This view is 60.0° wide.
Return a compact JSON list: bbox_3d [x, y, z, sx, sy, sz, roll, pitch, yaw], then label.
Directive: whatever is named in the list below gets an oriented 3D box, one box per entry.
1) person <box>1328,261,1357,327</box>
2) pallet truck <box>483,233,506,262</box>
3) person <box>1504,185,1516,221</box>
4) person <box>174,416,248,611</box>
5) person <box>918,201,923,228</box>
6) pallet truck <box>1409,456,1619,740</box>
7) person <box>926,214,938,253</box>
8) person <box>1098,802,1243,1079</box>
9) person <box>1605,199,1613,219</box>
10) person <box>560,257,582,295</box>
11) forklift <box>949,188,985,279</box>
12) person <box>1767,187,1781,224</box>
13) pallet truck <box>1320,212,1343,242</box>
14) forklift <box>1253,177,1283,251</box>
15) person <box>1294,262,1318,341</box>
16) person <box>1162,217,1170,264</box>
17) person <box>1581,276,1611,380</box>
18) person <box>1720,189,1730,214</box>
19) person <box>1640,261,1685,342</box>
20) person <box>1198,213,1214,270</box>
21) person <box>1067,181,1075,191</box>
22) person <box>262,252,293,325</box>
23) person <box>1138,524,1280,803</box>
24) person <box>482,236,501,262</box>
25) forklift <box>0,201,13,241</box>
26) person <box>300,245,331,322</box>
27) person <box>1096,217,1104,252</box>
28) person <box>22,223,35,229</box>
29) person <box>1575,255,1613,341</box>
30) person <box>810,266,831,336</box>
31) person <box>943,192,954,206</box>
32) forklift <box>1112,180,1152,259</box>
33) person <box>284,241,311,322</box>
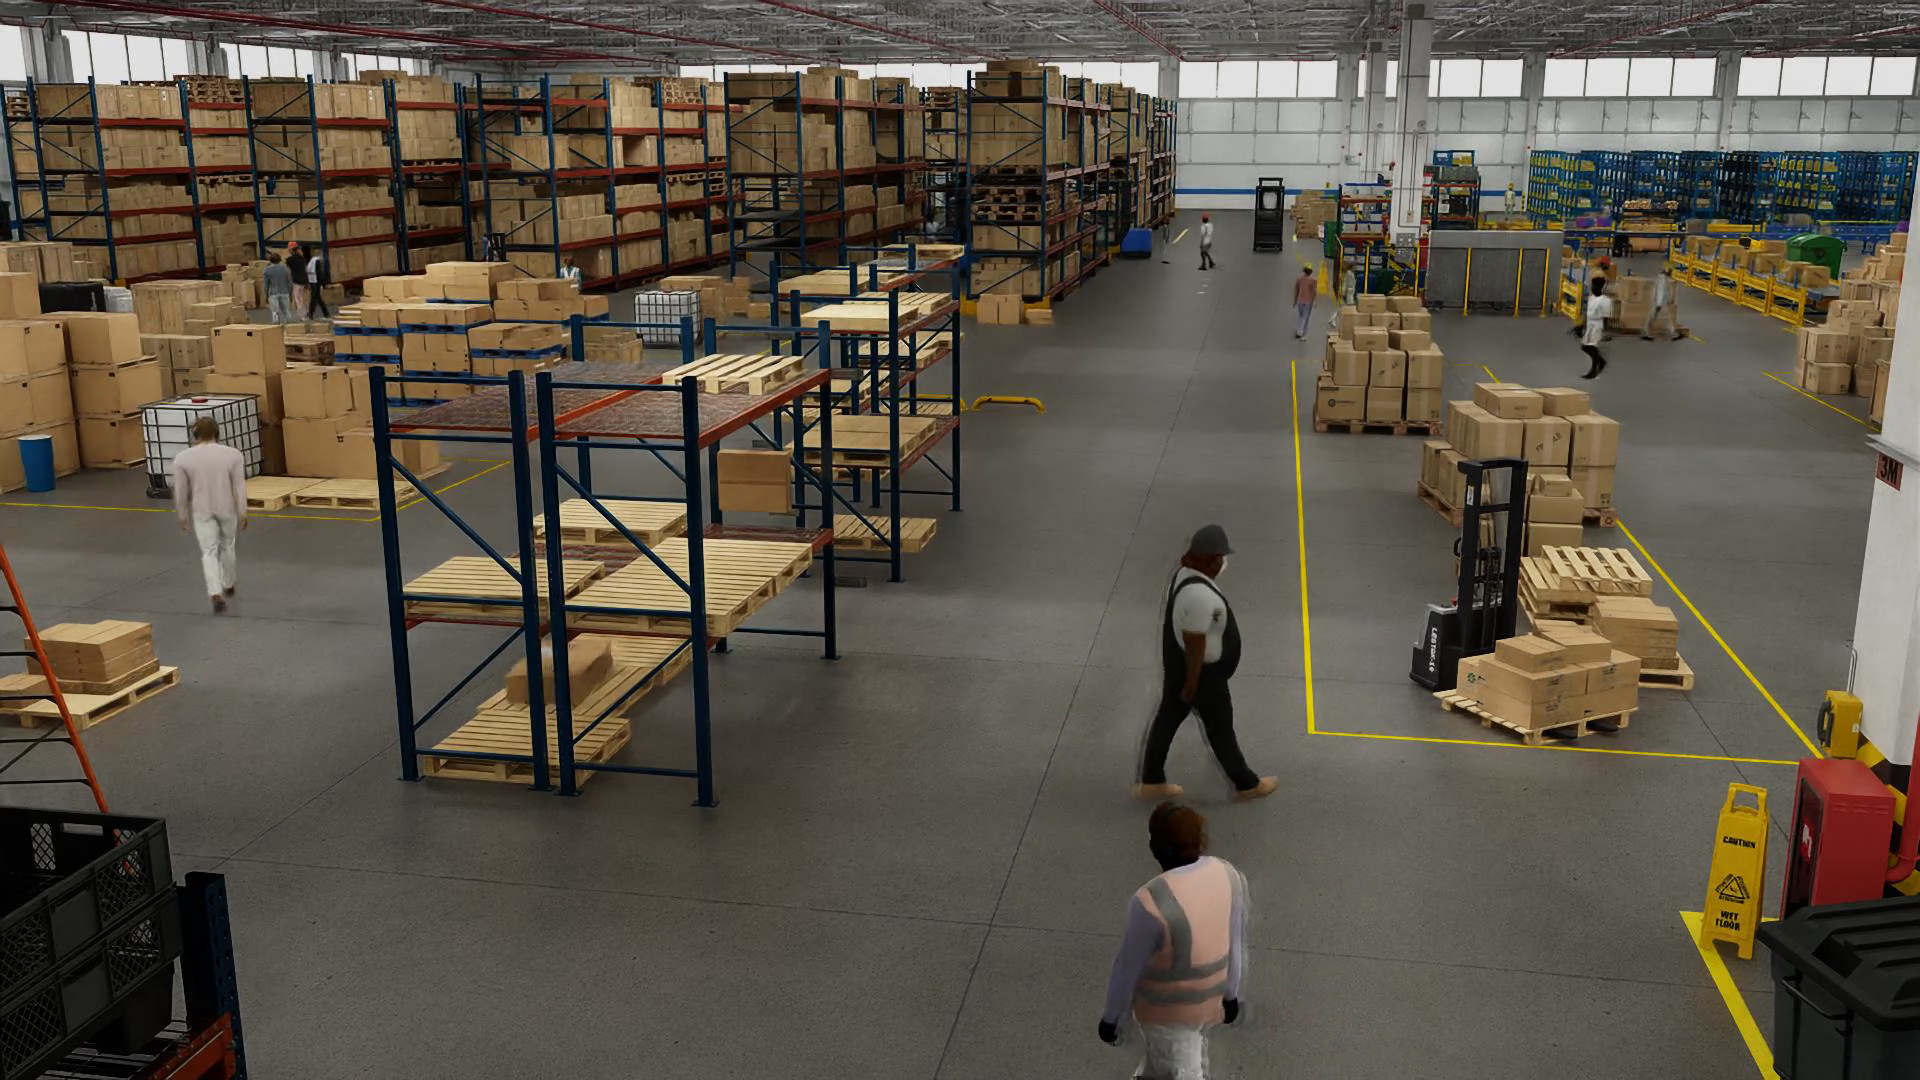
[{"bbox_3d":[9.191,-5.830,39.522,0.843,1.601,0.518,4,14,15],"label":"person"},{"bbox_3d":[-11.832,-7.026,43.548,1.885,1.965,0.823,8,16,28],"label":"pallet truck"},{"bbox_3d":[28.684,-17.576,86.710,0.590,1.837,0.403,12,18,41],"label":"person"},{"bbox_3d":[-7.334,-0.273,16.338,0.642,1.903,0.990,-6,15,-24],"label":"person"},{"bbox_3d":[-2.037,-15.342,77.700,0.632,1.816,0.869,3,14,13],"label":"person"},{"bbox_3d":[4.504,0.400,13.395,0.823,1.965,1.885,-6,15,-23],"label":"pallet truck"},{"bbox_3d":[-1.049,-10.950,60.172,0.543,1.663,0.864,-6,15,-23],"label":"person"},{"bbox_3d":[0.868,1.997,7.322,0.657,1.791,0.942,-13,19,-42],"label":"person"},{"bbox_3d":[27.714,-13.644,70.931,0.728,1.734,0.542,3,14,12],"label":"person"},{"bbox_3d":[-9.420,-6.039,40.295,0.524,1.630,0.324,0,14,1],"label":"person"},{"bbox_3d":[0.334,-9.738,52.739,1.129,2.768,1.873,3,14,10],"label":"forklift"},{"bbox_3d":[39.247,-16.049,80.229,0.718,1.972,0.626,0,14,1],"label":"person"},{"bbox_3d":[15.874,-13.227,70.310,0.680,1.201,1.601,10,17,35],"label":"pallet truck"},{"bbox_3d":[12.083,-12.747,64.956,1.129,2.768,1.873,3,14,10],"label":"forklift"},{"bbox_3d":[7.736,-5.321,37.121,0.542,1.742,0.511,10,17,34],"label":"person"},{"bbox_3d":[7.287,-10.579,58.721,0.284,1.633,0.497,0,14,0],"label":"person"},{"bbox_3d":[12.019,-3.997,31.345,0.499,1.948,0.634,-3,14,-11],"label":"person"},{"bbox_3d":[37.230,-16.153,80.938,0.450,1.827,0.583,4,15,17],"label":"person"},{"bbox_3d":[15.657,-5.293,36.962,0.941,1.780,0.592,3,14,11],"label":"person"},{"bbox_3d":[8.269,-10.019,55.859,0.466,1.918,0.563,13,19,42],"label":"person"},{"bbox_3d":[5.891,-18.342,89.538,0.630,1.973,0.626,1,14,6],"label":"person"},{"bbox_3d":[-15.399,-5.527,37.603,0.630,1.931,0.366,-10,17,-35],"label":"person"},{"bbox_3d":[1.724,0.837,11.533,0.994,2.000,0.691,-2,14,-9],"label":"person"},{"bbox_3d":[-14.160,-8.617,50.358,0.621,1.835,0.430,-11,18,-38],"label":"person"},{"bbox_3d":[-24.911,-7.370,43.124,1.873,2.768,1.129,3,14,10],"label":"forklift"},{"bbox_3d":[-15.913,-6.280,40.777,0.599,1.864,0.952,10,17,36],"label":"person"},{"bbox_3d":[4.806,-10.576,58.737,0.695,1.604,0.530,6,15,24],"label":"person"},{"bbox_3d":[-33.884,-11.155,60.490,0.645,1.913,0.409,9,16,32],"label":"person"},{"bbox_3d":[14.213,-5.396,37.085,0.723,1.922,0.560,6,15,23],"label":"person"},{"bbox_3d":[-3.153,-5.318,37.299,0.642,1.679,0.576,0,14,0],"label":"person"},{"bbox_3d":[-0.608,-18.609,90.983,0.626,1.793,0.872,1,14,4],"label":"person"},{"bbox_3d":[6.082,-11.722,60.796,1.873,2.768,1.129,2,14,9],"label":"forklift"},{"bbox_3d":[-16.317,-6.322,40.749,0.770,1.966,0.623,7,15,26],"label":"person"}]
